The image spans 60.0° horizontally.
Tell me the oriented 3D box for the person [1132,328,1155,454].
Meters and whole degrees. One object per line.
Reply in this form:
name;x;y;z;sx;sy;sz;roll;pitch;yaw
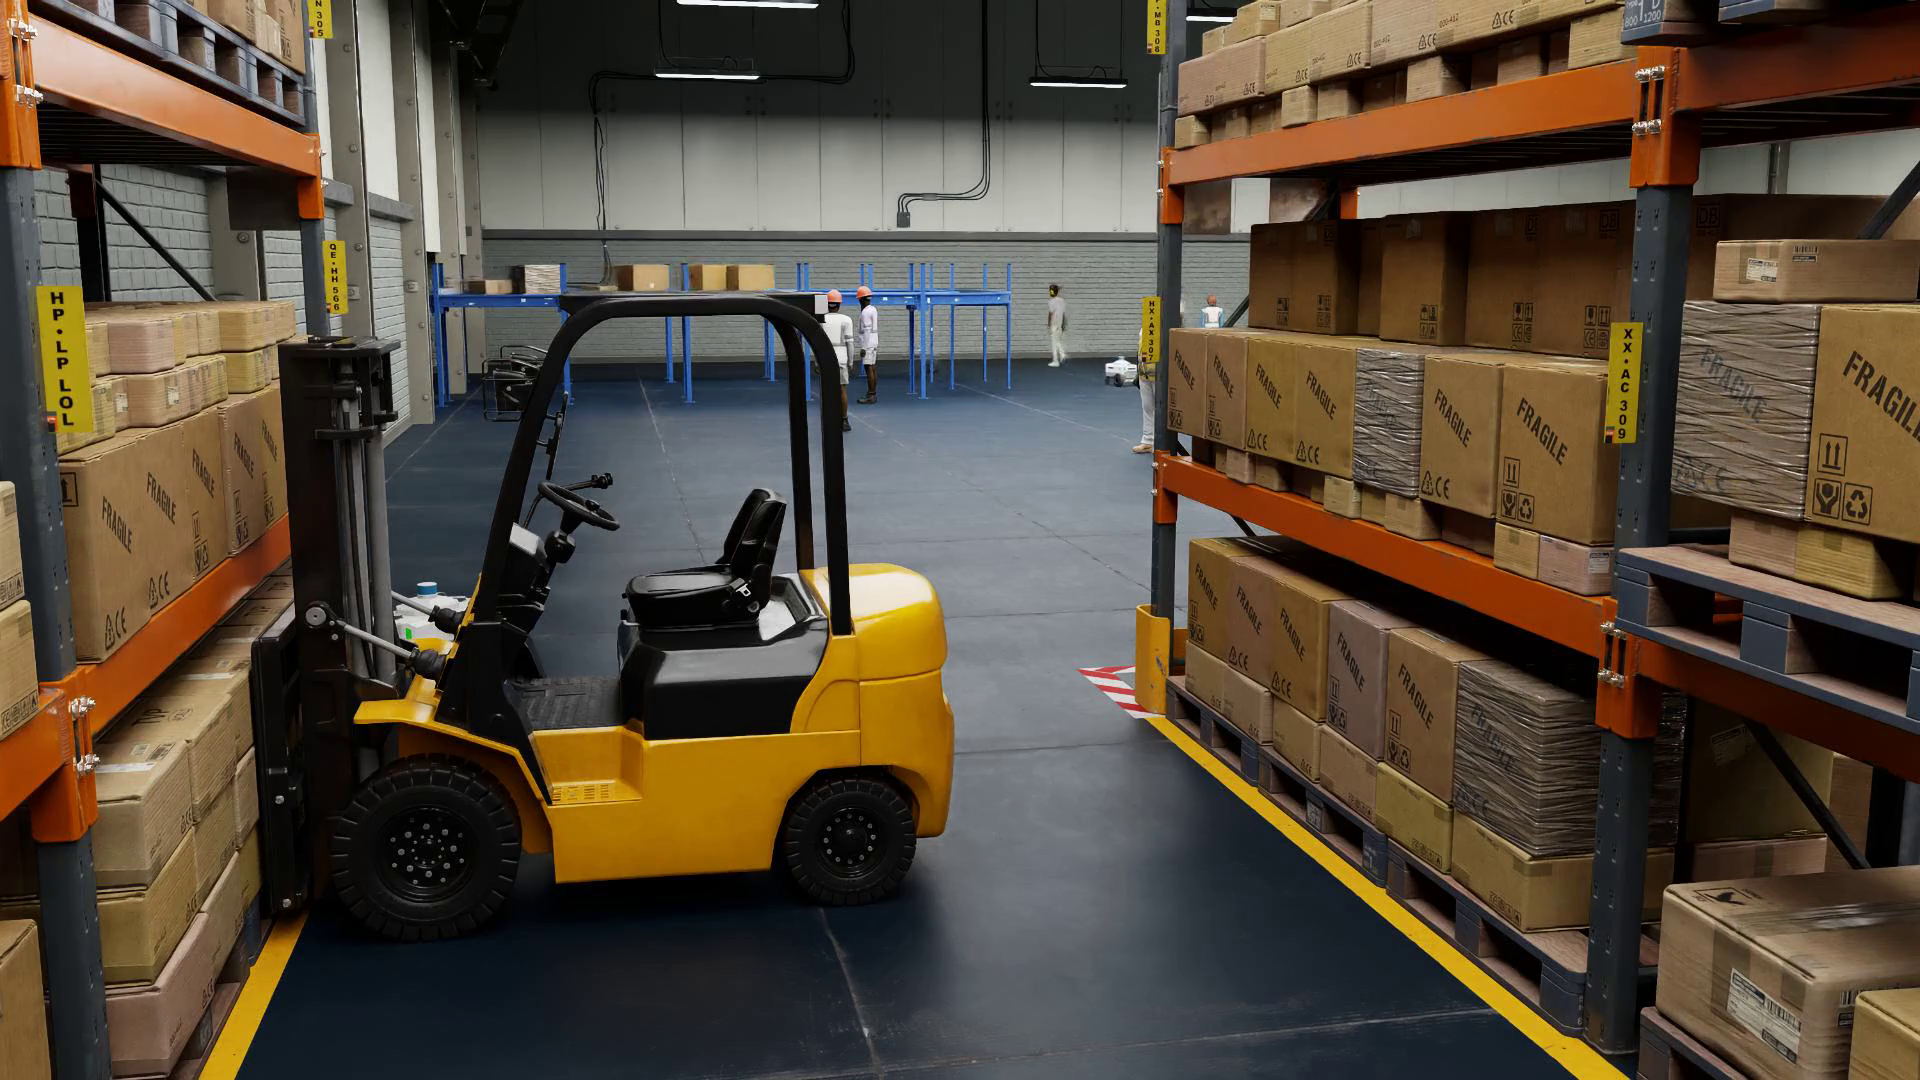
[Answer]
person;2.351;-1.957;20.082;0.429;1.842;0.634;-7;12;-37

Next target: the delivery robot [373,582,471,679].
delivery robot;-2.881;0.473;9.029;0.477;0.478;0.707;4;10;22

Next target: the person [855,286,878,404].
person;-1.555;-3.235;27.612;0.374;1.928;0.542;2;9;10

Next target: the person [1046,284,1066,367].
person;2.164;-4.879;37.823;0.523;1.857;0.404;-9;13;-44

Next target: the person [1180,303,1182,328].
person;4.575;-4.603;36.180;0.550;1.852;0.403;-7;11;-35

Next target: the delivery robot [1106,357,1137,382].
delivery robot;3.085;-3.255;31.750;0.477;0.478;0.707;-5;11;-27

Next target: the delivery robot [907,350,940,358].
delivery robot;-0.787;-4.031;35.691;0.698;0.223;0.335;0;9;2

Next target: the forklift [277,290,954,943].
forklift;-1.179;0.175;6.143;2.313;2.155;1.214;-2;10;-12

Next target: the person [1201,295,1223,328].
person;5.487;-4.507;36.248;0.511;1.638;0.308;-2;9;-9

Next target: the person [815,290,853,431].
person;-1.743;-2.479;22.972;0.549;1.936;0.376;0;9;2
